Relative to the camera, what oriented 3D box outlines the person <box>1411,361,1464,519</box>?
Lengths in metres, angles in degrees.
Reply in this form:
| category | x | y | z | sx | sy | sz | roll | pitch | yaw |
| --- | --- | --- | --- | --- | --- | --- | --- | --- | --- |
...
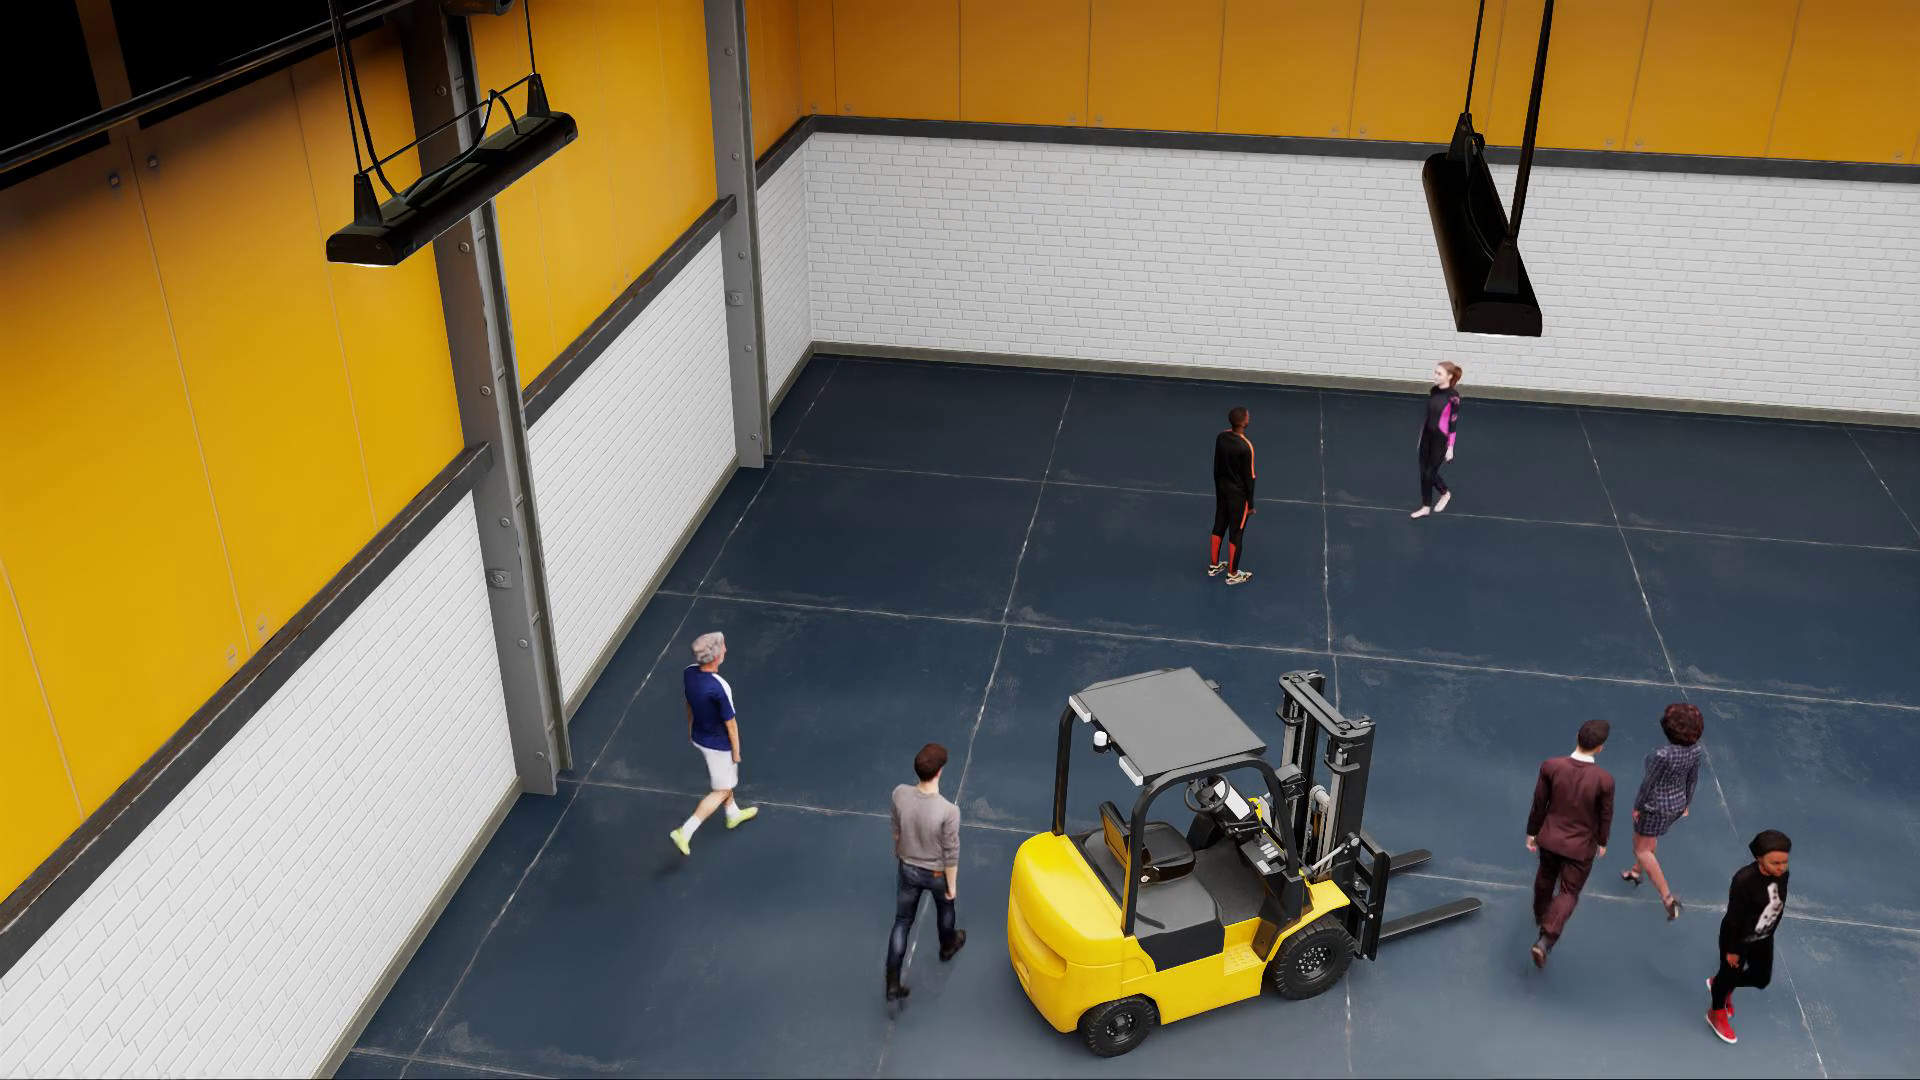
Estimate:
| category | x | y | z | sx | sy | sz | roll | pitch | yaw |
| --- | --- | --- | --- | --- | --- | --- | --- | --- | --- |
| person | 4.936 | -1.015 | 17.008 | 0.810 | 1.732 | 0.757 | -14 | 31 | -24 |

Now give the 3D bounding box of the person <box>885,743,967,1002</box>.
| category | x | y | z | sx | sy | sz | roll | pitch | yaw |
| --- | --- | --- | --- | --- | --- | --- | --- | --- | --- |
| person | -0.282 | 2.214 | 10.933 | 0.883 | 1.881 | 1.249 | 11 | 31 | 20 |

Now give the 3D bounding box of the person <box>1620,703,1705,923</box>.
| category | x | y | z | sx | sy | sz | roll | pitch | yaw |
| --- | --- | --- | --- | --- | --- | --- | --- | --- | --- |
| person | 4.957 | 1.929 | 11.668 | 0.917 | 1.677 | 1.040 | -11 | 30 | -19 |

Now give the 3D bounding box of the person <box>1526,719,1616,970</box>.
| category | x | y | z | sx | sy | sz | roll | pitch | yaw |
| --- | --- | --- | --- | --- | --- | --- | --- | --- | --- |
| person | 4.096 | 2.069 | 11.247 | 0.997 | 1.835 | 1.223 | 19 | 34 | 31 |

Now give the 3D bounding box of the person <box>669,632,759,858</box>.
| category | x | y | z | sx | sy | sz | roll | pitch | yaw |
| --- | --- | --- | --- | --- | --- | --- | --- | --- | --- |
| person | -1.881 | 1.519 | 12.282 | 1.029 | 1.809 | 1.190 | 25 | 37 | 38 |

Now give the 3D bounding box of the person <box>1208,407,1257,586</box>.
| category | x | y | z | sx | sy | sz | roll | pitch | yaw |
| --- | --- | --- | --- | --- | --- | --- | --- | --- | --- |
| person | 2.604 | -0.442 | 15.878 | 0.737 | 1.809 | 0.694 | -21 | 35 | -34 |

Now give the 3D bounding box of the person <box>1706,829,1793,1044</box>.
| category | x | y | z | sx | sy | sz | roll | pitch | yaw |
| --- | --- | --- | --- | --- | --- | --- | --- | --- | --- |
| person | 4.982 | 2.482 | 10.669 | 0.717 | 1.663 | 0.776 | -9 | 30 | -16 |
